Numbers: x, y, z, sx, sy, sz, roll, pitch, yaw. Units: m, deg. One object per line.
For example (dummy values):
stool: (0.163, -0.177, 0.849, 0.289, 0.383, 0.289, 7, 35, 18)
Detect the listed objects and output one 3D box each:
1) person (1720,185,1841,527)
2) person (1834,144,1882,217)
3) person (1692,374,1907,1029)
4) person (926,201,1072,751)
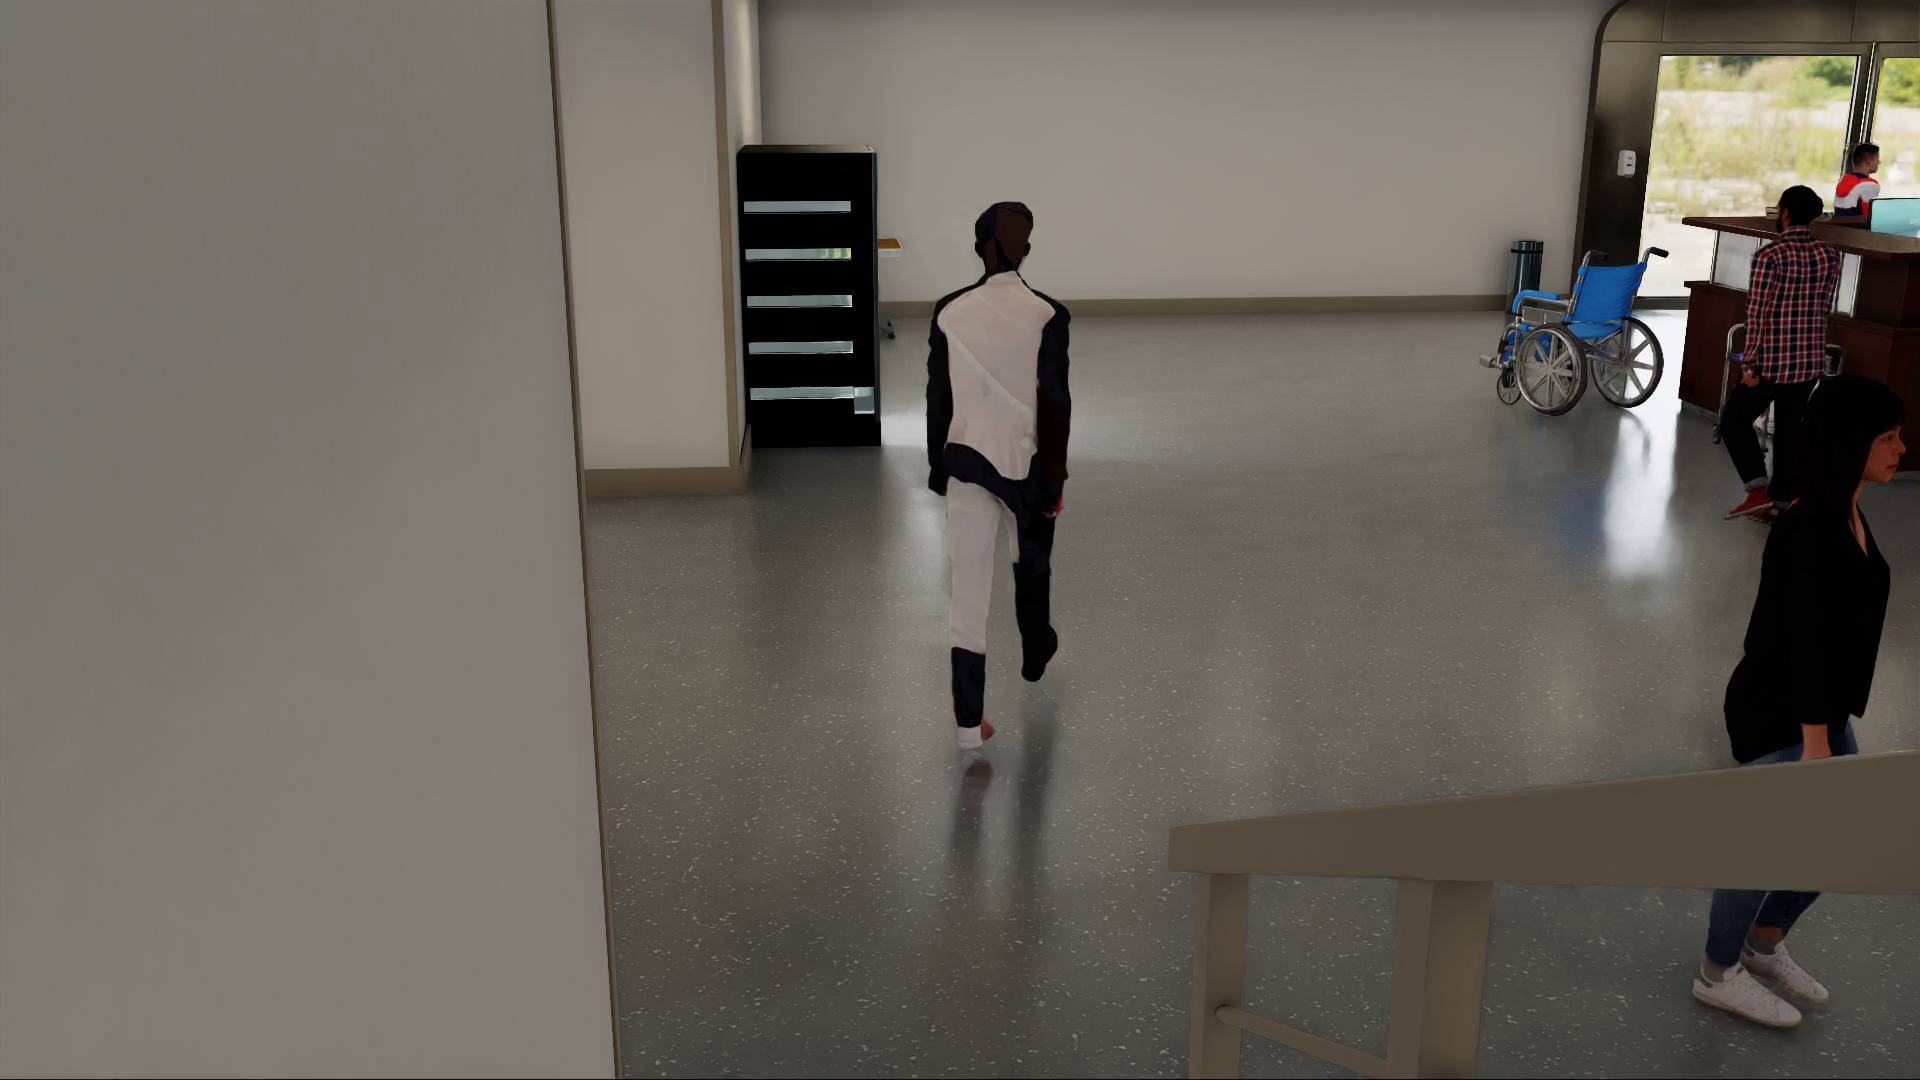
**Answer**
person: (4.247, -0.905, 8.477, 0.703, 1.749, 0.636, -3, 16, -11)
person: (7.038, -2.250, 13.303, 0.843, 1.720, 1.171, 1, 16, 5)
person: (1.964, 0.398, 4.066, 0.753, 1.635, 0.687, 12, 20, 36)
person: (0.111, -0.167, 5.719, 0.983, 1.826, 1.383, 4, 16, 13)
